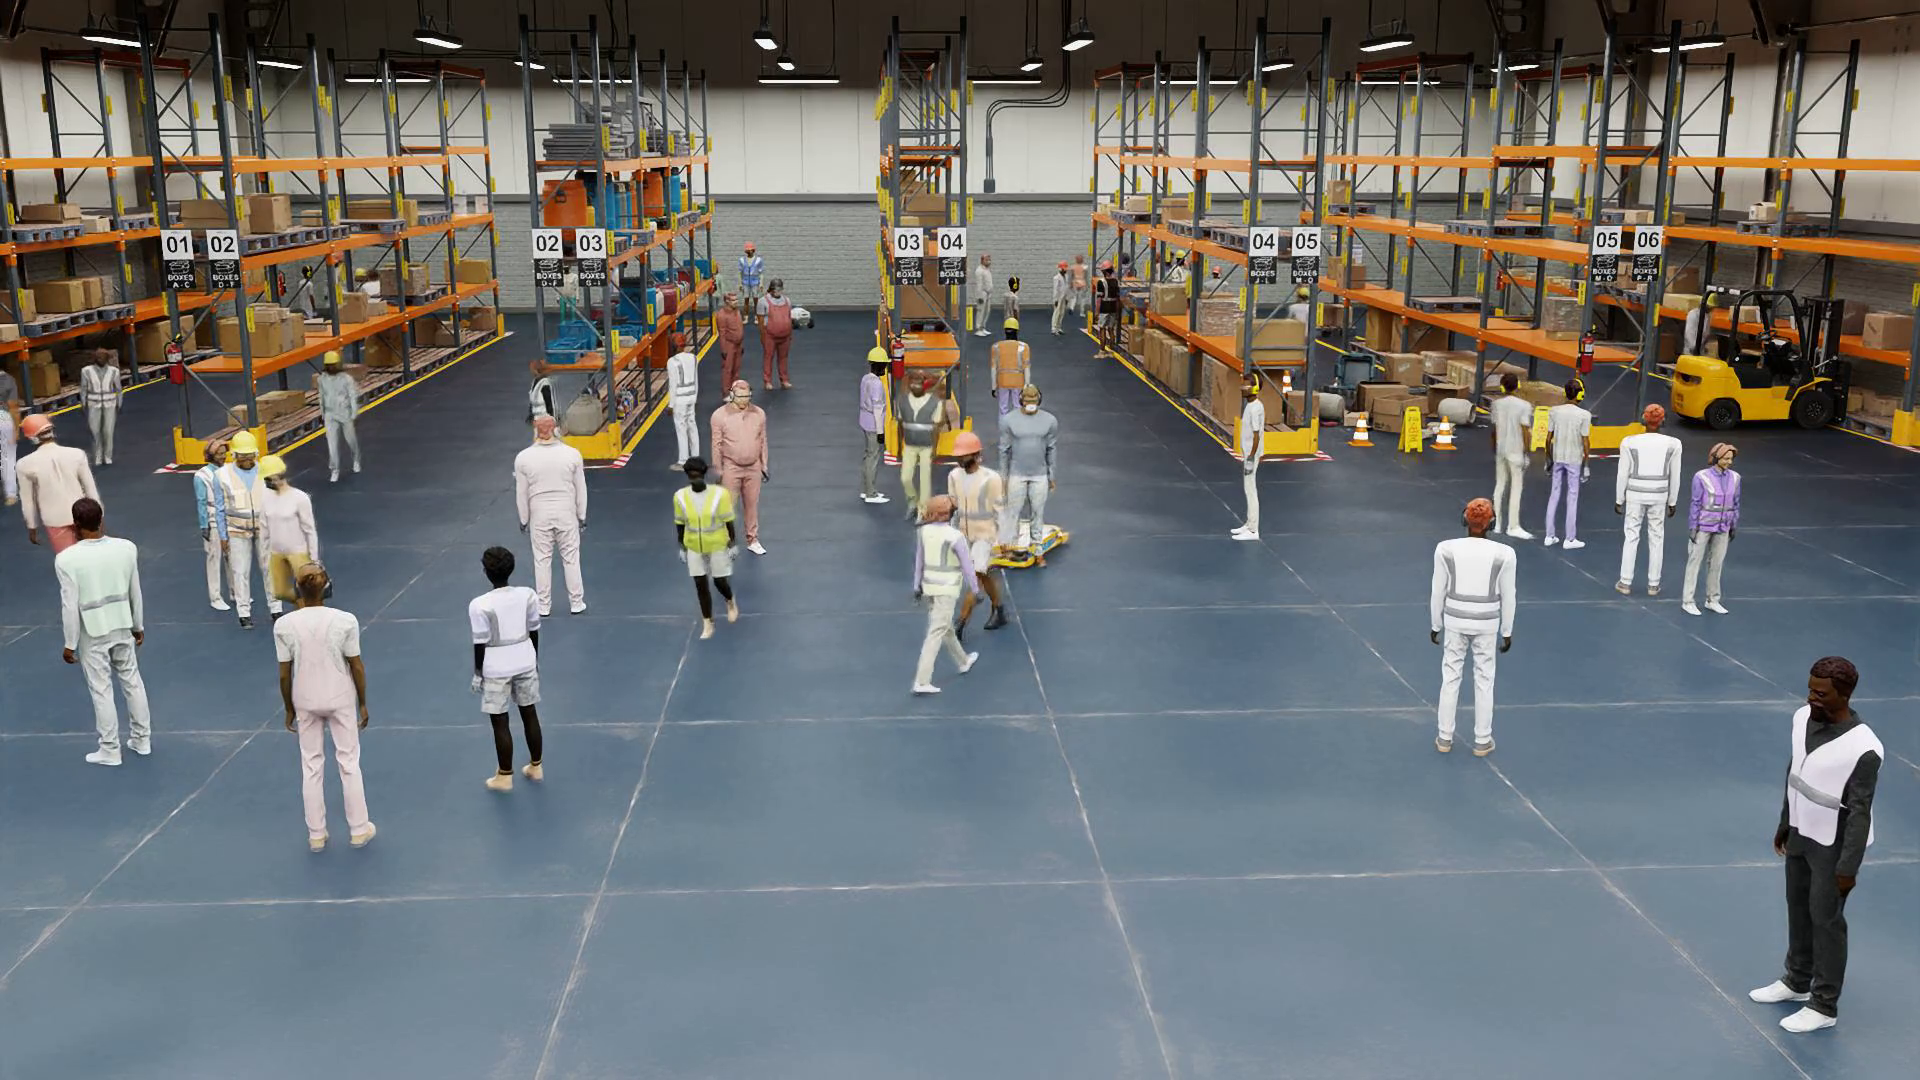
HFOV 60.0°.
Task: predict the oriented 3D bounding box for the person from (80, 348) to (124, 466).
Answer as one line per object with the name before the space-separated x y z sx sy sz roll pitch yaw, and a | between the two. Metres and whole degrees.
person | -11.800 -1.827 22.897 0.535 1.615 0.534 -8 15 -30

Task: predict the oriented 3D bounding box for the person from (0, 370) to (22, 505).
person | -11.780 -1.414 20.258 0.689 2.000 0.668 -4 14 -15

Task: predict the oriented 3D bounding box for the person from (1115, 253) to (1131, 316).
person | 4.038 -6.067 40.457 0.652 1.818 0.631 3 14 13

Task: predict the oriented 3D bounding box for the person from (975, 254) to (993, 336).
person | 0.568 -5.691 38.699 0.398 1.899 0.647 4 14 18

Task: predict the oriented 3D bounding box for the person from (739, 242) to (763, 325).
person | -5.167 -6.333 41.087 0.605 2.045 0.382 1 13 4

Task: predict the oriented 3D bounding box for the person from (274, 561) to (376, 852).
person | -3.936 1.032 10.315 0.506 1.846 0.346 -3 14 -11

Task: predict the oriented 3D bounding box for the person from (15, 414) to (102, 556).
person | -8.269 -0.188 15.283 0.685 1.942 0.618 11 17 39

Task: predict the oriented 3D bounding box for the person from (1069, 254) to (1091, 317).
person | 3.110 -6.578 43.038 0.539 1.622 0.398 7 15 27

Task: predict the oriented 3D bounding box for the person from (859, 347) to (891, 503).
person | -1.038 -1.419 20.555 0.404 1.919 0.586 -3 14 -14

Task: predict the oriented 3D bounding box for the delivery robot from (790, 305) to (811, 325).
delivery robot | -3.915 -5.461 40.386 0.477 0.478 0.707 -8 15 -30

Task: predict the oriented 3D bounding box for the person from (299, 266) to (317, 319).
person | -13.876 -4.906 35.453 0.502 1.861 0.325 11 17 40

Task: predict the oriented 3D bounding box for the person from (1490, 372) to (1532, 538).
person | 6.269 -0.956 18.791 0.315 1.840 0.700 -10 16 -36

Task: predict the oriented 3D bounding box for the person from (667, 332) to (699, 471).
person | -3.760 -1.878 22.560 0.337 1.882 0.585 7 15 28

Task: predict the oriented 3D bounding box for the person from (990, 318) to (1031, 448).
person | 0.733 -2.239 24.017 0.585 1.917 0.381 3 14 11

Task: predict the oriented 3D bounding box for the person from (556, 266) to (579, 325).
person | -9.156 -5.653 38.803 0.523 1.769 0.316 -4 14 -15

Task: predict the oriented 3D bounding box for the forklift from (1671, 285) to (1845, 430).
forklift | 12.503 -2.886 26.166 2.313 2.155 1.214 -1 13 -3

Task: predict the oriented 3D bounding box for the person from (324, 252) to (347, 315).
person | -14.365 -5.657 38.318 0.704 1.999 0.581 4 14 18

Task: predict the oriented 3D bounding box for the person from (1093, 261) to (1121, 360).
person | 3.034 -4.744 34.407 0.610 2.028 0.408 -10 17 -36

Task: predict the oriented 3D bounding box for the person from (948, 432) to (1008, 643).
person | 0.123 -0.043 14.803 0.555 1.873 1.013 11 17 39

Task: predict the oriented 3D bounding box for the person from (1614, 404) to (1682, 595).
person | 6.717 -0.394 16.276 0.580 1.883 0.352 3 14 14

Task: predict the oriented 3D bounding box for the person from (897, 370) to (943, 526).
person | -0.468 -1.067 19.250 0.569 1.823 0.449 4 14 17

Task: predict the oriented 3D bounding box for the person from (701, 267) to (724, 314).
person | -5.925 -5.864 40.072 0.854 1.591 0.498 12 18 42

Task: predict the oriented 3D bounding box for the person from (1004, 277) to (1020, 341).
person | 1.025 -4.189 32.413 0.332 1.862 0.500 -7 15 -27

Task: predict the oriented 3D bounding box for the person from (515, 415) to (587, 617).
person | -3.801 -0.227 15.531 0.639 1.902 0.406 -3 14 -13

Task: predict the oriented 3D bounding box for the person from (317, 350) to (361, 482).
person | -8.232 -1.680 22.091 0.501 1.719 0.813 -1 13 -5

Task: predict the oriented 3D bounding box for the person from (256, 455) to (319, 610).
person | -5.811 0.097 14.500 0.584 1.733 0.494 4 14 15

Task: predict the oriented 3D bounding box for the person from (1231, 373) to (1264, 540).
person | 3.224 -0.933 18.579 0.316 1.874 0.532 2 13 7

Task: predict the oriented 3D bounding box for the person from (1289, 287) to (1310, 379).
person | 6.471 -3.922 31.558 0.525 1.724 0.915 4 14 16

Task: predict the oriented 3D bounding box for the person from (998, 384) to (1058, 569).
person | 0.709 -0.665 17.307 0.630 1.938 0.373 -2 13 -9

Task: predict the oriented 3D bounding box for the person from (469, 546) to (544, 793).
person | -3.080 0.872 11.305 0.317 1.696 0.540 12 18 40

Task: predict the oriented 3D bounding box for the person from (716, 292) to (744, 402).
person | -3.923 -3.319 28.646 0.402 1.901 0.647 6 14 22

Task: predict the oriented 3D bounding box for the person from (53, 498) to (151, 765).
person | -6.056 0.648 11.787 0.372 1.915 0.596 8 15 29

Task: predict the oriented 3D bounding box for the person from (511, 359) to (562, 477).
person | -5.541 -1.584 21.909 0.862 1.597 0.510 -6 15 -26

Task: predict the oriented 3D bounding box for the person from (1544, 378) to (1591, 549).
person | 6.651 -0.840 18.194 0.313 1.869 0.538 -12 18 -40

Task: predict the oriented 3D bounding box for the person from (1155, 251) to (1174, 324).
person | 4.922 -5.983 39.922 0.629 1.895 0.436 -1 13 -5

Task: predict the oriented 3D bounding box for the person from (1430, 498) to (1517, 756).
person | 3.681 0.624 11.963 0.583 1.882 0.350 5 14 21

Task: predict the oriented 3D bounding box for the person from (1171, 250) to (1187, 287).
person | 5.212 -5.920 39.590 0.370 1.924 0.594 6 15 24

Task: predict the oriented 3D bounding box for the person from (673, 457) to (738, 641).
person | -2.252 0.054 14.823 0.571 1.667 0.534 2 13 9

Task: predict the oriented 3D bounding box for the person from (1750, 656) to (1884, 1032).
person | 4.279 1.500 8.249 0.397 1.888 0.587 -1 13 -5

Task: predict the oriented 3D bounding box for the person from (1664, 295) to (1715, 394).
person | 12.968 -3.451 29.415 0.791 1.800 0.544 -8 15 -30

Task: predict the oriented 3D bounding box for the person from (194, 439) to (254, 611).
person | -7.009 -0.153 15.797 0.312 1.630 0.506 6 15 24

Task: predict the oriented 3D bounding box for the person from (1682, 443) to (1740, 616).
person | 7.046 -0.103 15.587 0.514 1.634 0.313 -3 14 -13

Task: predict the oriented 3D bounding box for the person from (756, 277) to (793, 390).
person | -3.308 -3.753 30.165 0.683 2.000 0.538 -9 16 -34

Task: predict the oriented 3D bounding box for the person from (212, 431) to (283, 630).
person | -6.442 -0.095 15.138 0.593 1.824 0.403 -7 15 -29

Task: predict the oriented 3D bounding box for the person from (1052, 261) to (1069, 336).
person | 2.364 -5.632 38.786 0.395 1.738 0.576 7 15 27

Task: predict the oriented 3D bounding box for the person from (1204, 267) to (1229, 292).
person | 5.660 -5.166 36.787 0.561 1.742 0.337 2 13 9

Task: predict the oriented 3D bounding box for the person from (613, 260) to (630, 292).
person | -7.606 -5.451 37.488 0.407 1.987 0.614 -1 13 -3

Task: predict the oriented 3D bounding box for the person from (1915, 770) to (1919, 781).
person | 6.902 0.761 11.298 0.638 1.929 0.366 10 16 36

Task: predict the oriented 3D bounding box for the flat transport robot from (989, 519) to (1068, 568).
flat transport robot | 0.637 0.027 17.945 0.652 0.197 1.431 5 14 22

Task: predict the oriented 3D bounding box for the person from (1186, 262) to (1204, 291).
person | 5.794 -6.158 41.336 0.574 1.565 0.862 -4 14 -18

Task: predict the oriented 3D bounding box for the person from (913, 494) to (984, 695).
person | -0.101 0.421 13.448 0.880 1.589 0.546 -12 18 -40

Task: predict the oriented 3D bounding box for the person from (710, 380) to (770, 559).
person | -2.334 -0.763 17.802 0.638 1.902 0.407 -8 15 -29
